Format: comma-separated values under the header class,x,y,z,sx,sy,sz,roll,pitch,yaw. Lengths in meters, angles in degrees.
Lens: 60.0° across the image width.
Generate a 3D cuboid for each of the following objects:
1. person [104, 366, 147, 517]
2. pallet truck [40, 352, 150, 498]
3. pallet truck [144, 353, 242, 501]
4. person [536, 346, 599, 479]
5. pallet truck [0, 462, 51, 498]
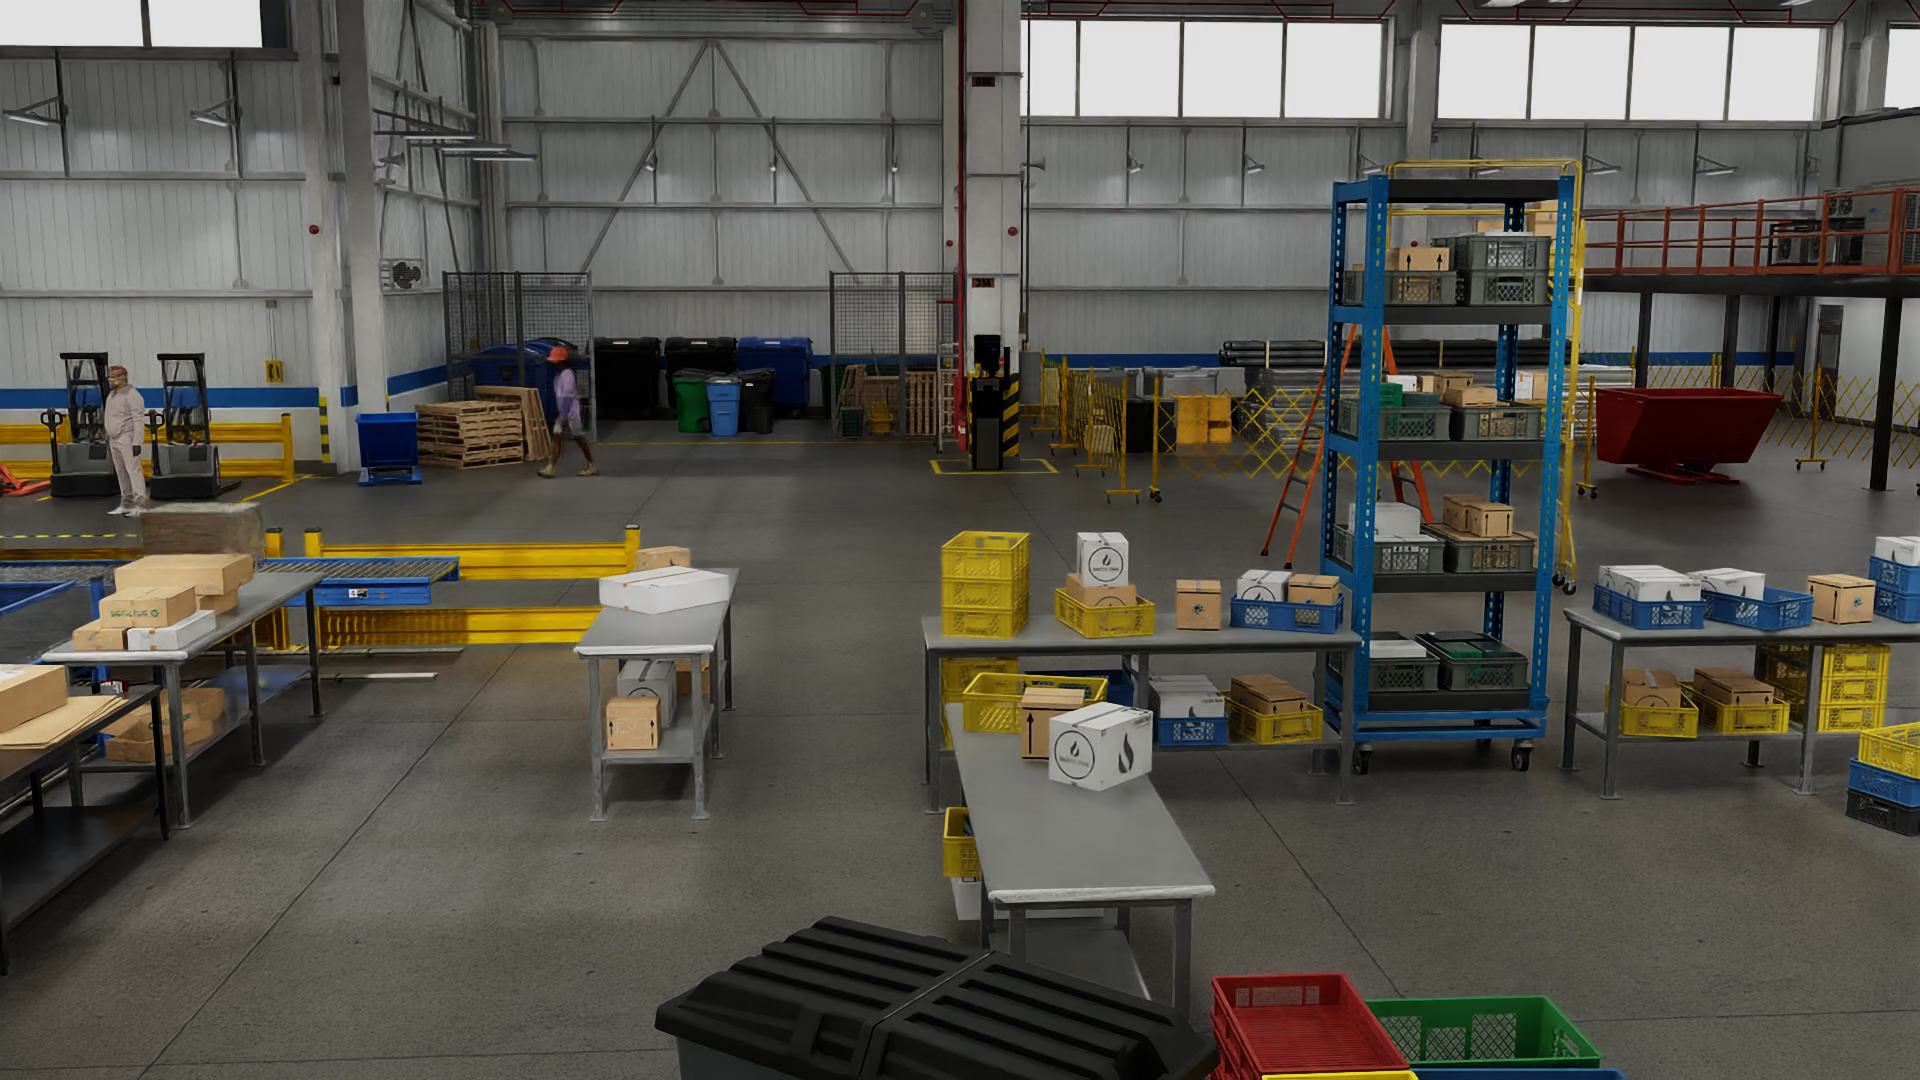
class,x,y,z,sx,sy,sz,roll,pitch,yaw
person,-10.524,-1.237,20.912,0.652,1.904,0.405,6,11,34
pallet truck,-11.907,-1.642,23.165,0.823,1.965,1.885,0,9,0
pallet truck,-10.520,-1.604,22.925,0.823,1.965,1.885,-1,9,-6
person,-5.860,-1.896,24.822,0.988,1.990,0.618,-6,11,-34
pallet truck,-13.193,-1.293,23.148,0.653,1.274,1.630,-1,9,-4
